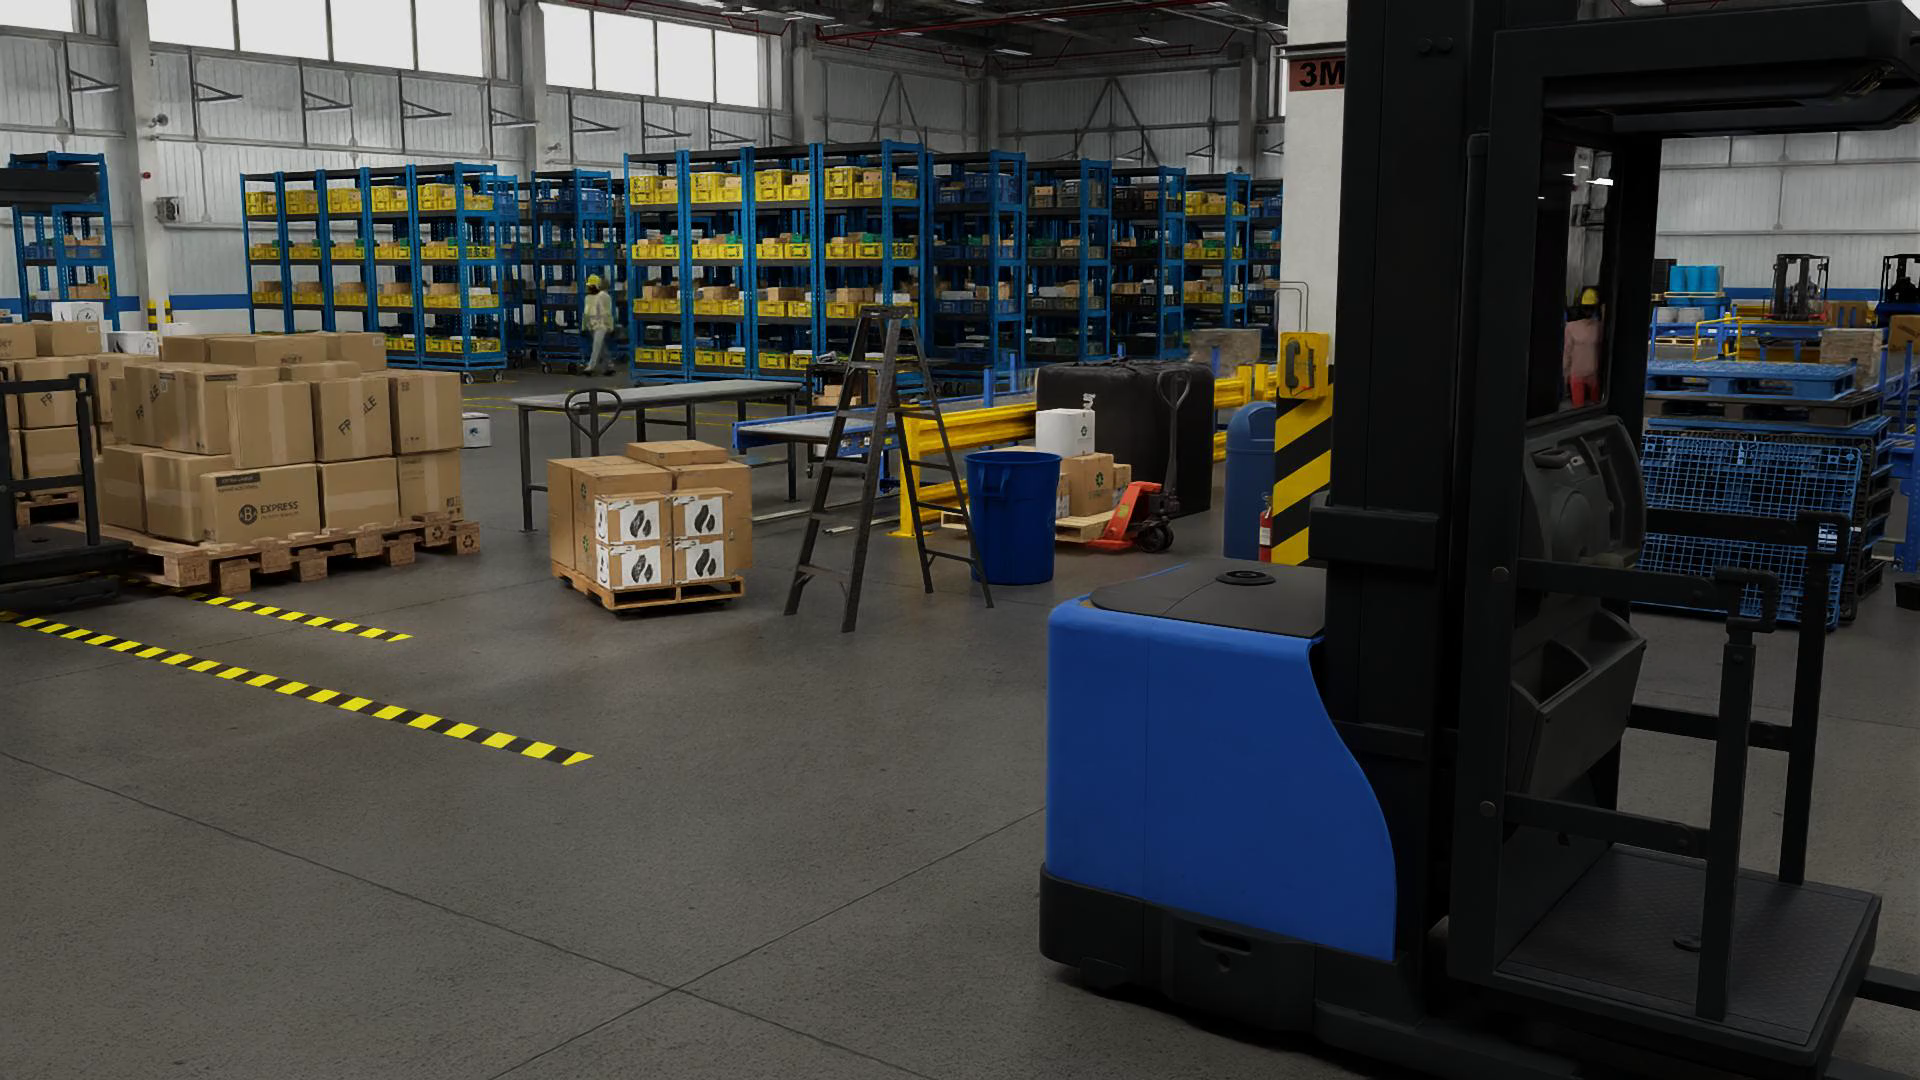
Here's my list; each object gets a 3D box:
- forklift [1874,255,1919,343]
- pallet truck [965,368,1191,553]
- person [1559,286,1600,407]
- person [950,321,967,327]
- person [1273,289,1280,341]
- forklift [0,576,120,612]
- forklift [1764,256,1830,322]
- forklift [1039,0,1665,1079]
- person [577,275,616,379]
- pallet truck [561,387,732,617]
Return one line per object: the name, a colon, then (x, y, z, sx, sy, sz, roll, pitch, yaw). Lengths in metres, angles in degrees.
forklift: (22.089, -5.634, 38.796, 1.157, 1.987, 2.680, 6, 11, 33)
pallet truck: (0.845, -0.609, 11.869, 1.630, 1.274, 0.653, 7, 12, 35)
person: (6.769, -1.863, 18.001, 0.530, 1.753, 0.505, 4, 10, 23)
person: (-0.079, -5.101, 37.040, 0.612, 1.826, 0.453, 9, 13, 43)
person: (5.131, -3.249, 25.664, 0.604, 1.948, 0.386, 5, 11, 29)
forklift: (-5.952, -0.941, 9.149, 1.129, 2.768, 1.873, 7, 12, 35)
forklift: (20.253, -5.854, 40.139, 1.157, 1.987, 2.680, 7, 12, 35)
forklift: (1.249, -0.137, 4.360, 1.873, 2.768, 1.129, 7, 12, 35)
person: (-6.306, -3.692, 28.802, 0.623, 1.777, 0.957, 7, 12, 36)
pallet truck: (-1.981, -0.274, 10.088, 0.680, 1.201, 1.601, -5, 11, -28)
